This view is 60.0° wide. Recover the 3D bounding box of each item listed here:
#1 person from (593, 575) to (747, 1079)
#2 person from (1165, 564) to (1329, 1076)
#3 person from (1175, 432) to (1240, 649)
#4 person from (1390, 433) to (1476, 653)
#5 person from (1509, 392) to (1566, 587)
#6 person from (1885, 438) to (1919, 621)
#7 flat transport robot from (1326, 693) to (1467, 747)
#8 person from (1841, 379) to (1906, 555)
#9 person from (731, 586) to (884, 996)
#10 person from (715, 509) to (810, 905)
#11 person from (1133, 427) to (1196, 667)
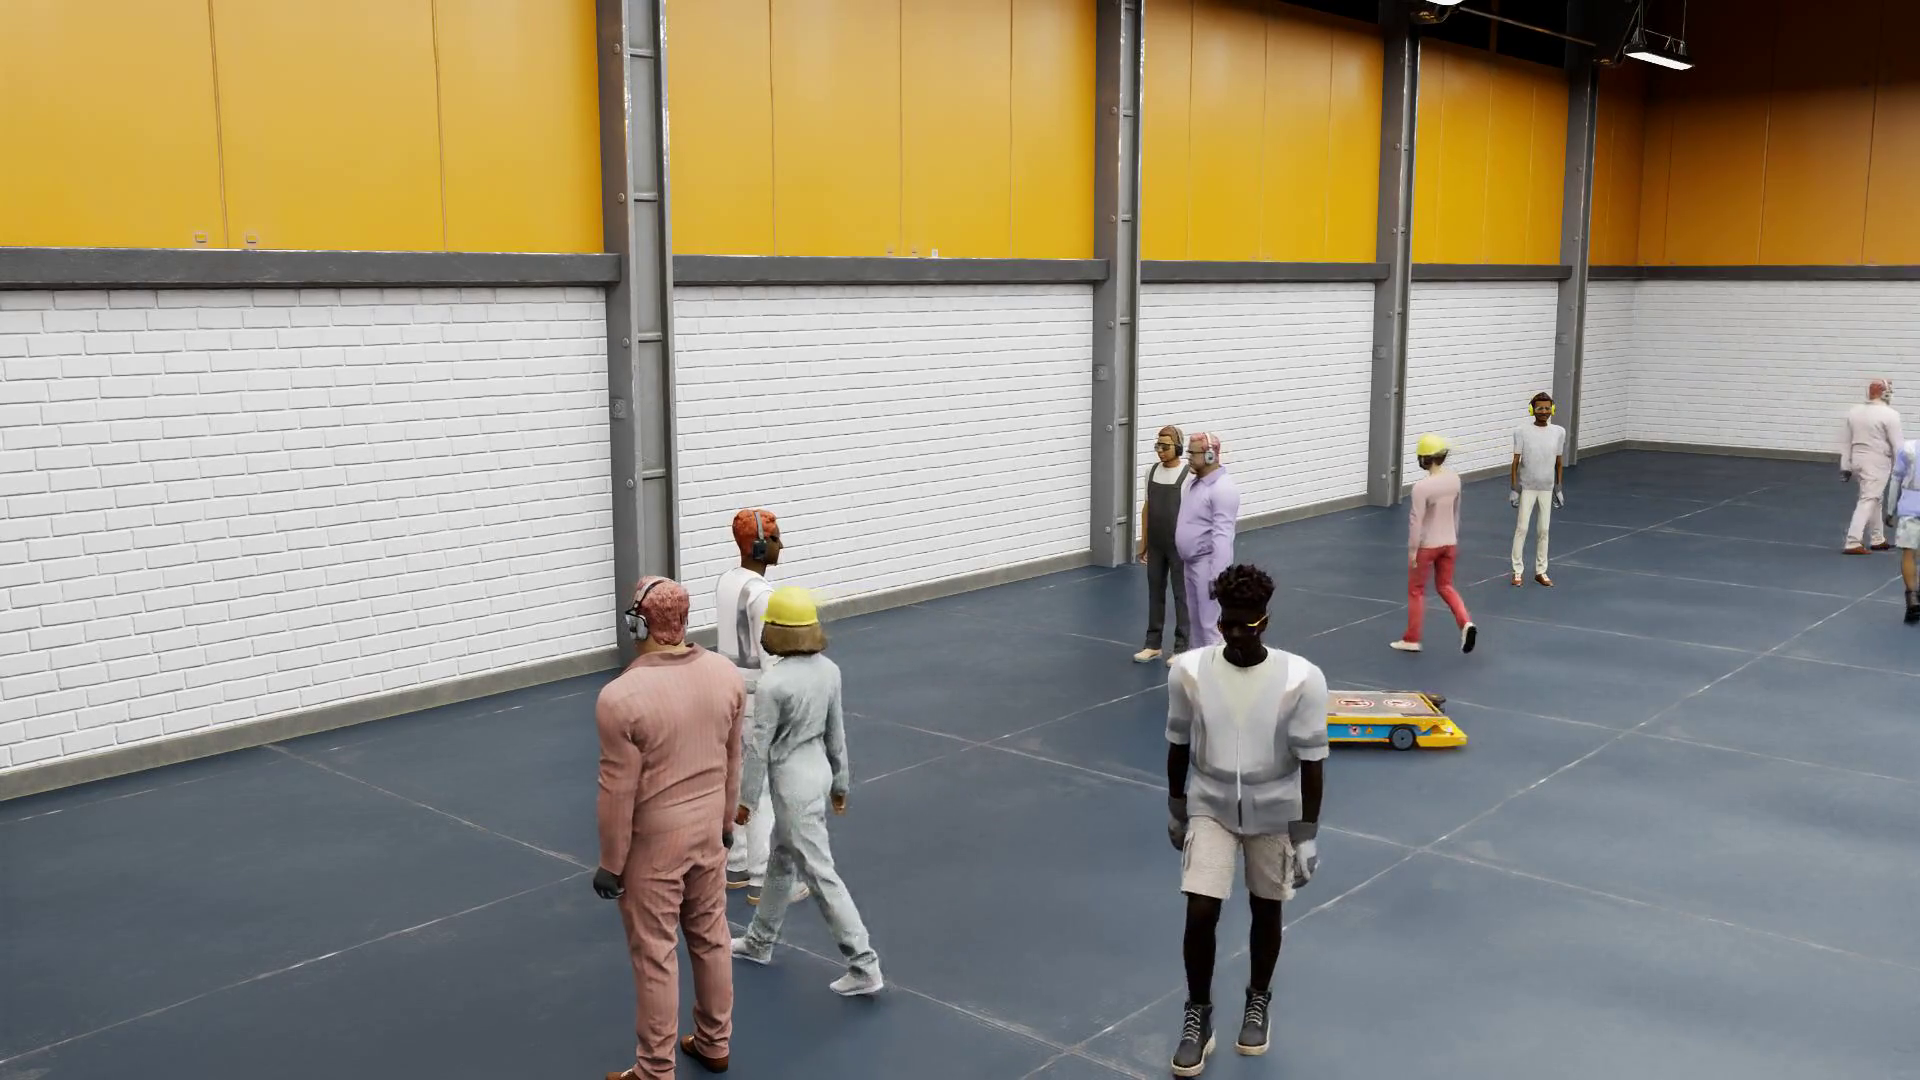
[{"bbox_3d":[-1.073,1.073,6.044,0.410,1.908,0.642,7,12,38],"label":"person"},{"bbox_3d":[1.048,1.038,6.183,0.619,1.929,0.728,3,9,15],"label":"person"},{"bbox_3d":[1.693,0.196,11.589,0.401,1.901,0.647,-2,9,-11],"label":"person"},{"bbox_3d":[3.721,0.042,12.988,0.562,1.750,0.642,-5,10,-30],"label":"person"},{"bbox_3d":[5.524,-0.482,15.918,0.513,1.872,0.328,0,9,0],"label":"person"},{"bbox_3d":[8.356,-0.253,14.394,0.554,1.908,0.921,4,10,24],"label":"person"},{"bbox_3d":[2.464,1.143,10.720,1.431,0.197,0.652,0,9,2],"label":"flat transport robot"},{"bbox_3d":[9.833,-0.768,17.706,0.863,1.875,0.650,-1,9,-8],"label":"person"},{"bbox_3d":[-0.666,1.035,6.943,0.890,1.702,0.497,5,10,27],"label":"person"},{"bbox_3d":[-0.964,0.786,7.918,0.352,1.882,0.579,-5,10,-30],"label":"person"},{"bbox_3d":[1.586,0.051,12.673,0.507,1.840,0.343,7,12,39],"label":"person"}]
